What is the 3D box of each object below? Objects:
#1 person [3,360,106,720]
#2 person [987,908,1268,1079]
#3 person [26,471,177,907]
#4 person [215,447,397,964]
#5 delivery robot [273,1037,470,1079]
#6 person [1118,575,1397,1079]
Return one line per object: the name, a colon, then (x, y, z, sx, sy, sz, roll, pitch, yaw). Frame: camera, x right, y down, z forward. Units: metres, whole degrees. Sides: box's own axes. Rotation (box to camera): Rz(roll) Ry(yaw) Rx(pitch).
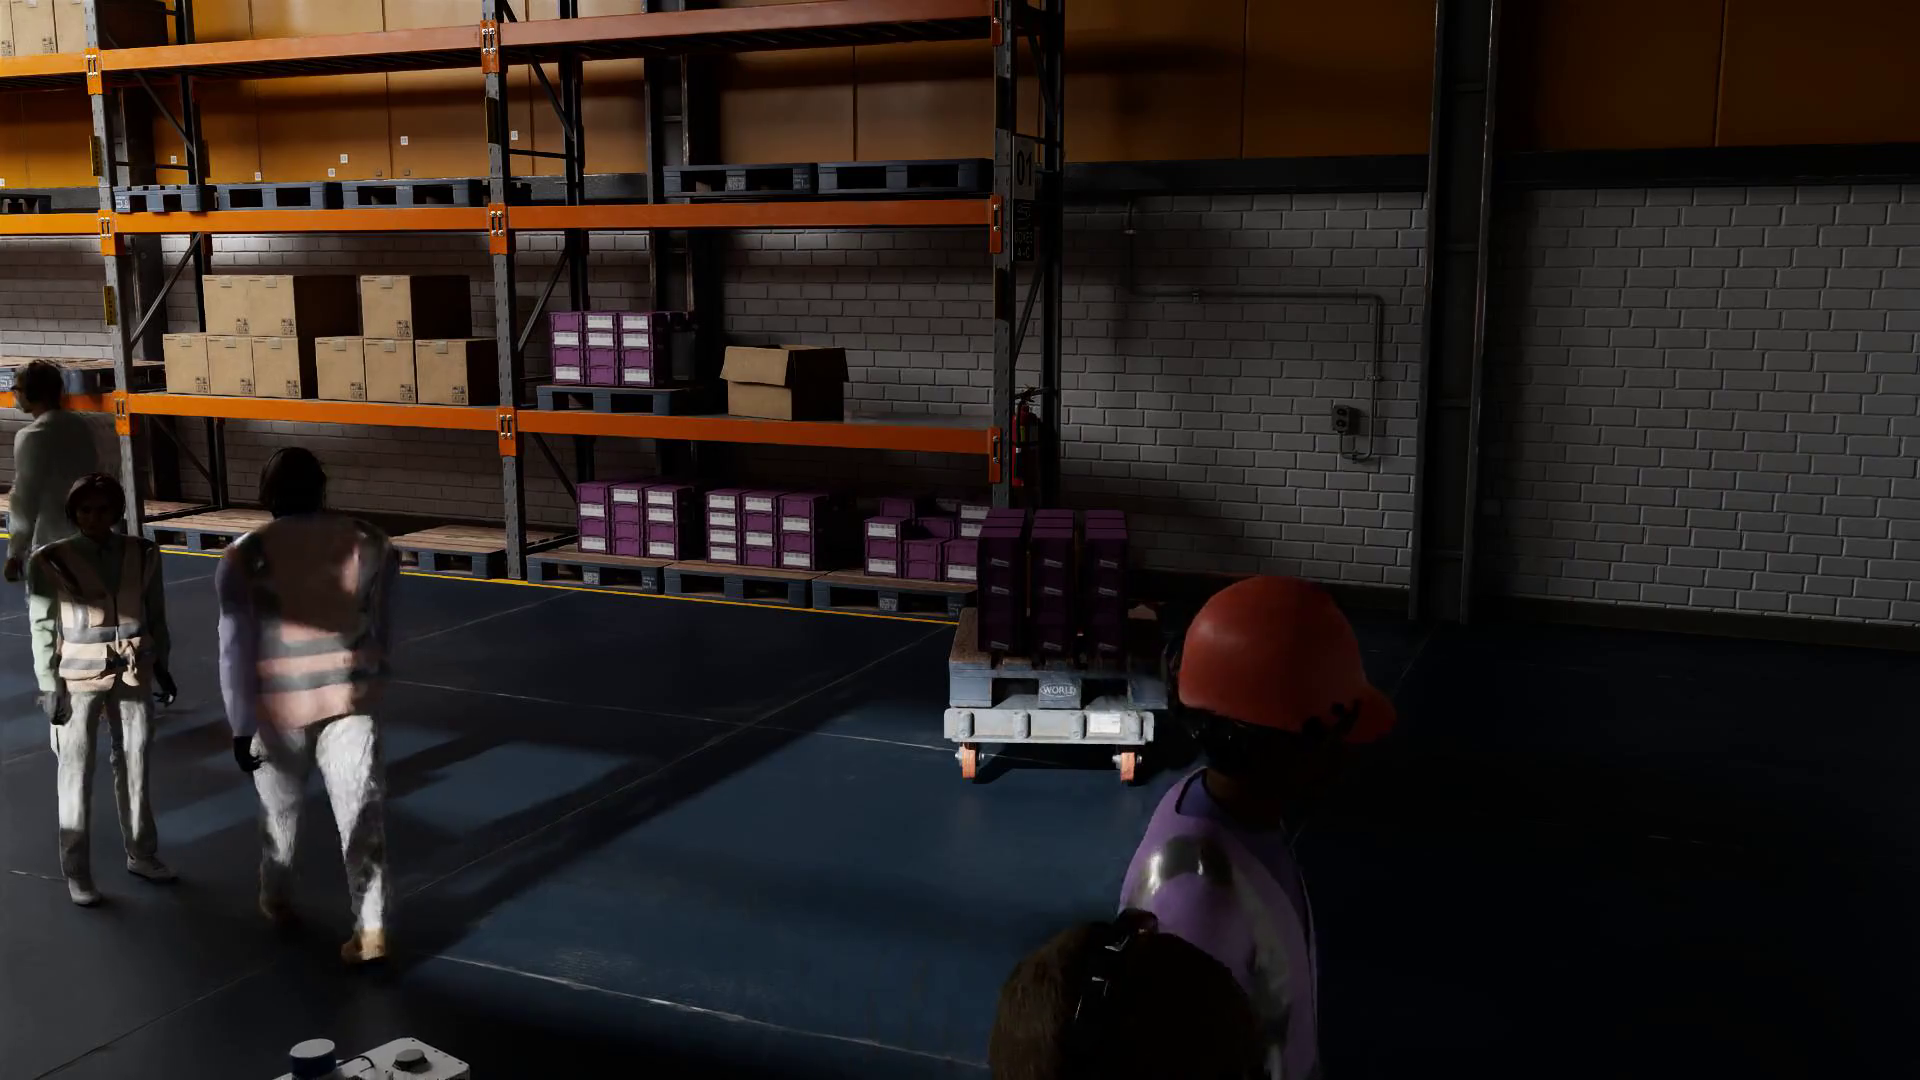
person: (-4.801, 0.021, 8.728, 0.595, 1.921, 0.630, -1, 10, -8)
person: (0.070, 1.228, 1.556, 0.979, 1.900, 0.627, 3, 10, 18)
person: (-3.271, 0.553, 6.371, 0.314, 1.637, 0.514, 8, 12, 38)
person: (-2.261, 0.573, 5.842, 0.624, 1.795, 0.973, -6, 11, -33)
delivery robot: (-1.537, 1.443, 3.992, 0.477, 0.478, 0.707, 7, 12, 37)
person: (0.344, 1.014, 2.592, 1.052, 1.988, 0.625, 3, 10, 16)
